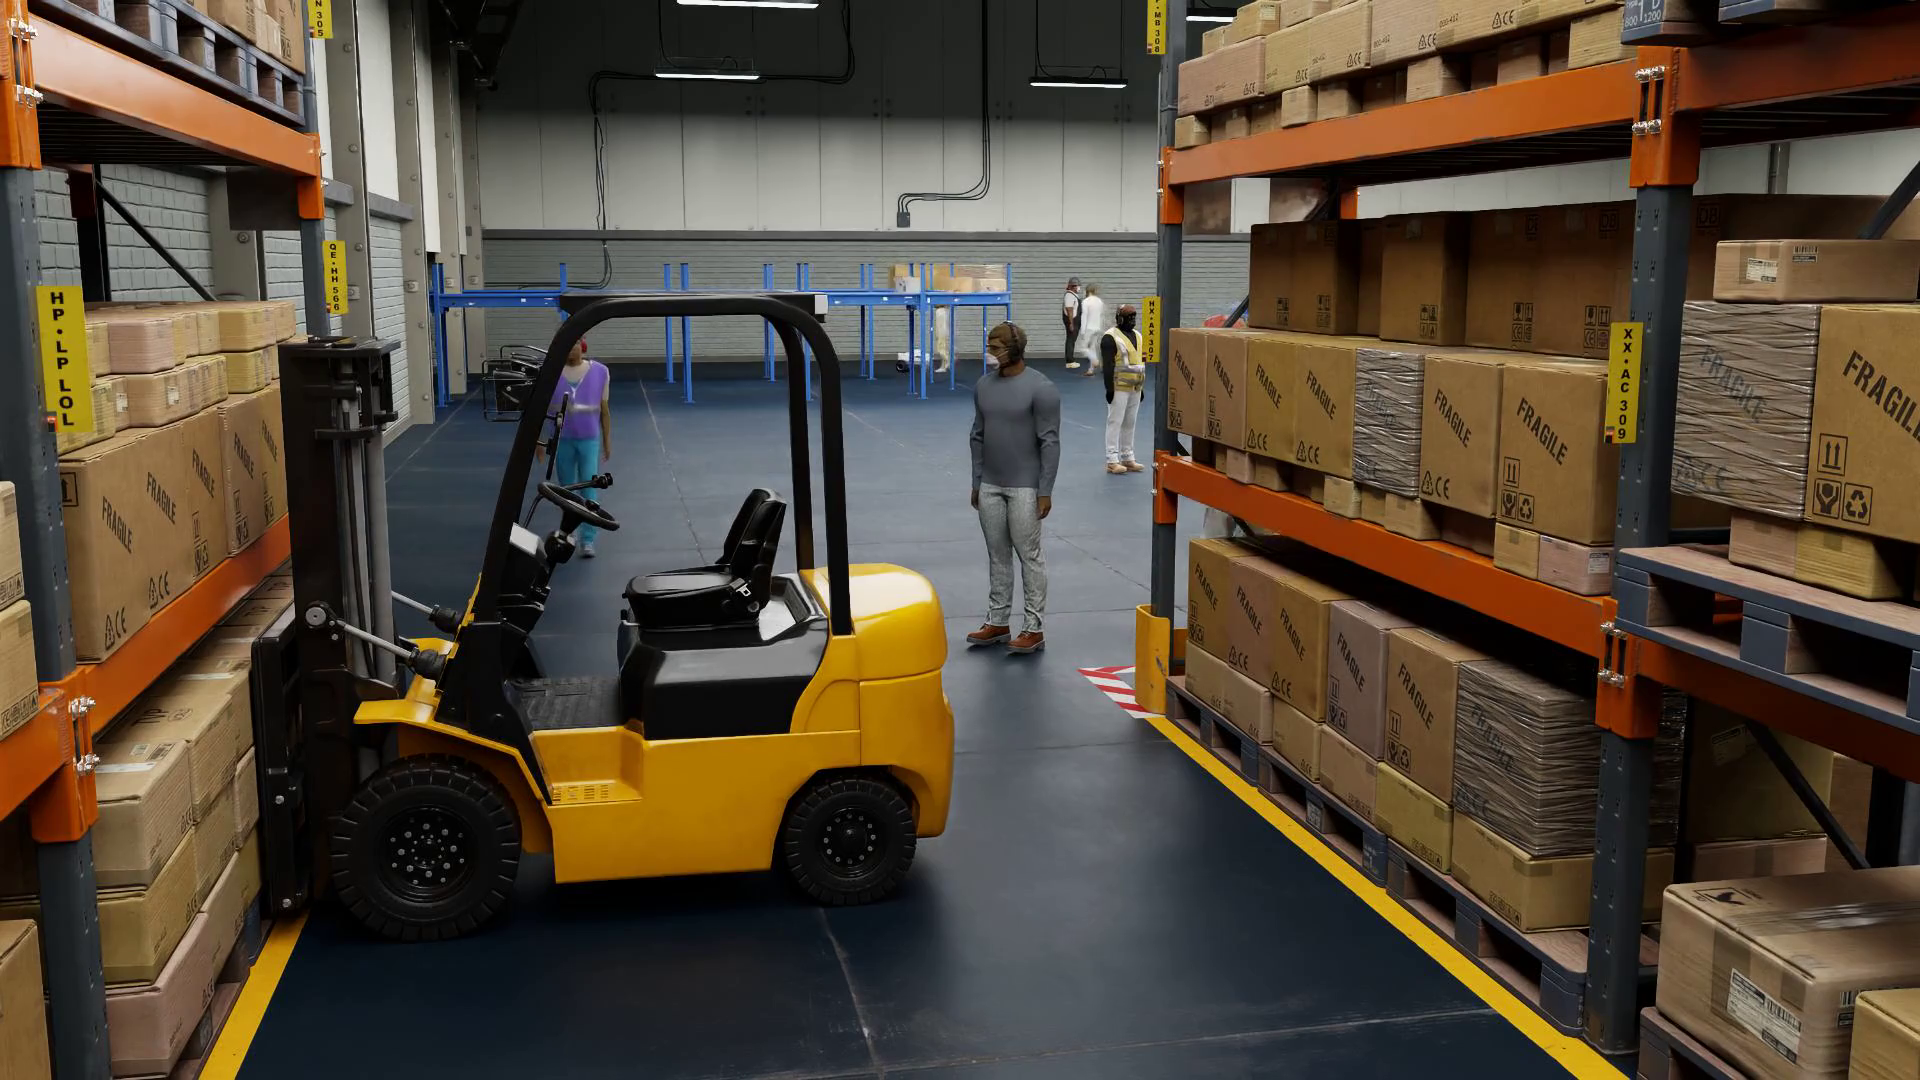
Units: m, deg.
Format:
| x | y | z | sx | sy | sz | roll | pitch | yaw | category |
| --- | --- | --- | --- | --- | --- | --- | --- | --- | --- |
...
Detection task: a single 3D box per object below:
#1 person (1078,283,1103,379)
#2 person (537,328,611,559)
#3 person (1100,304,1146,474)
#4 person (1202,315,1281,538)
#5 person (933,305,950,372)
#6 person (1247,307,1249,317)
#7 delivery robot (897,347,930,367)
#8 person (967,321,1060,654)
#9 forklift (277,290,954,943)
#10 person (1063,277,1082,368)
| x | y | z | sx | sy | sz | roll | pitch | yaw | category |
| --- | --- | --- | --- | --- | --- | --- | --- | --- | --- |
| 2.680 | -4.243 | 33.763 | 0.519 | 1.928 | 0.633 | 7 | 12 | 38 | person |
| -3.069 | -0.812 | 13.231 | 0.578 | 1.809 | 0.927 | -2 | 10 | -13 | person |
| 1.821 | -1.668 | 18.321 | 0.429 | 1.842 | 0.633 | 9 | 13 | 42 | person |
| 1.684 | -0.303 | 9.590 | 1.030 | 1.989 | 0.697 | -7 | 12 | -37 | person |
| -0.398 | -4.402 | 35.652 | 0.397 | 1.620 | 0.517 | 3 | 10 | 15 | person |
| 2.966 | -1.550 | 17.396 | 0.812 | 1.926 | 0.614 | 2 | 9 | 11 | person |
| -0.975 | -3.927 | 35.833 | 0.707 | 0.478 | 0.477 | 3 | 9 | 18 | delivery robot |
| 0.307 | -0.312 | 9.764 | 0.634 | 1.935 | 0.350 | 9 | 13 | 43 | person |
| -1.179 | 0.175 | 6.143 | 2.313 | 2.155 | 1.214 | -2 | 10 | -12 | forklift |
| 2.589 | -4.889 | 37.478 | 0.536 | 2.000 | 0.688 | 1 | 9 | 9 | person |
